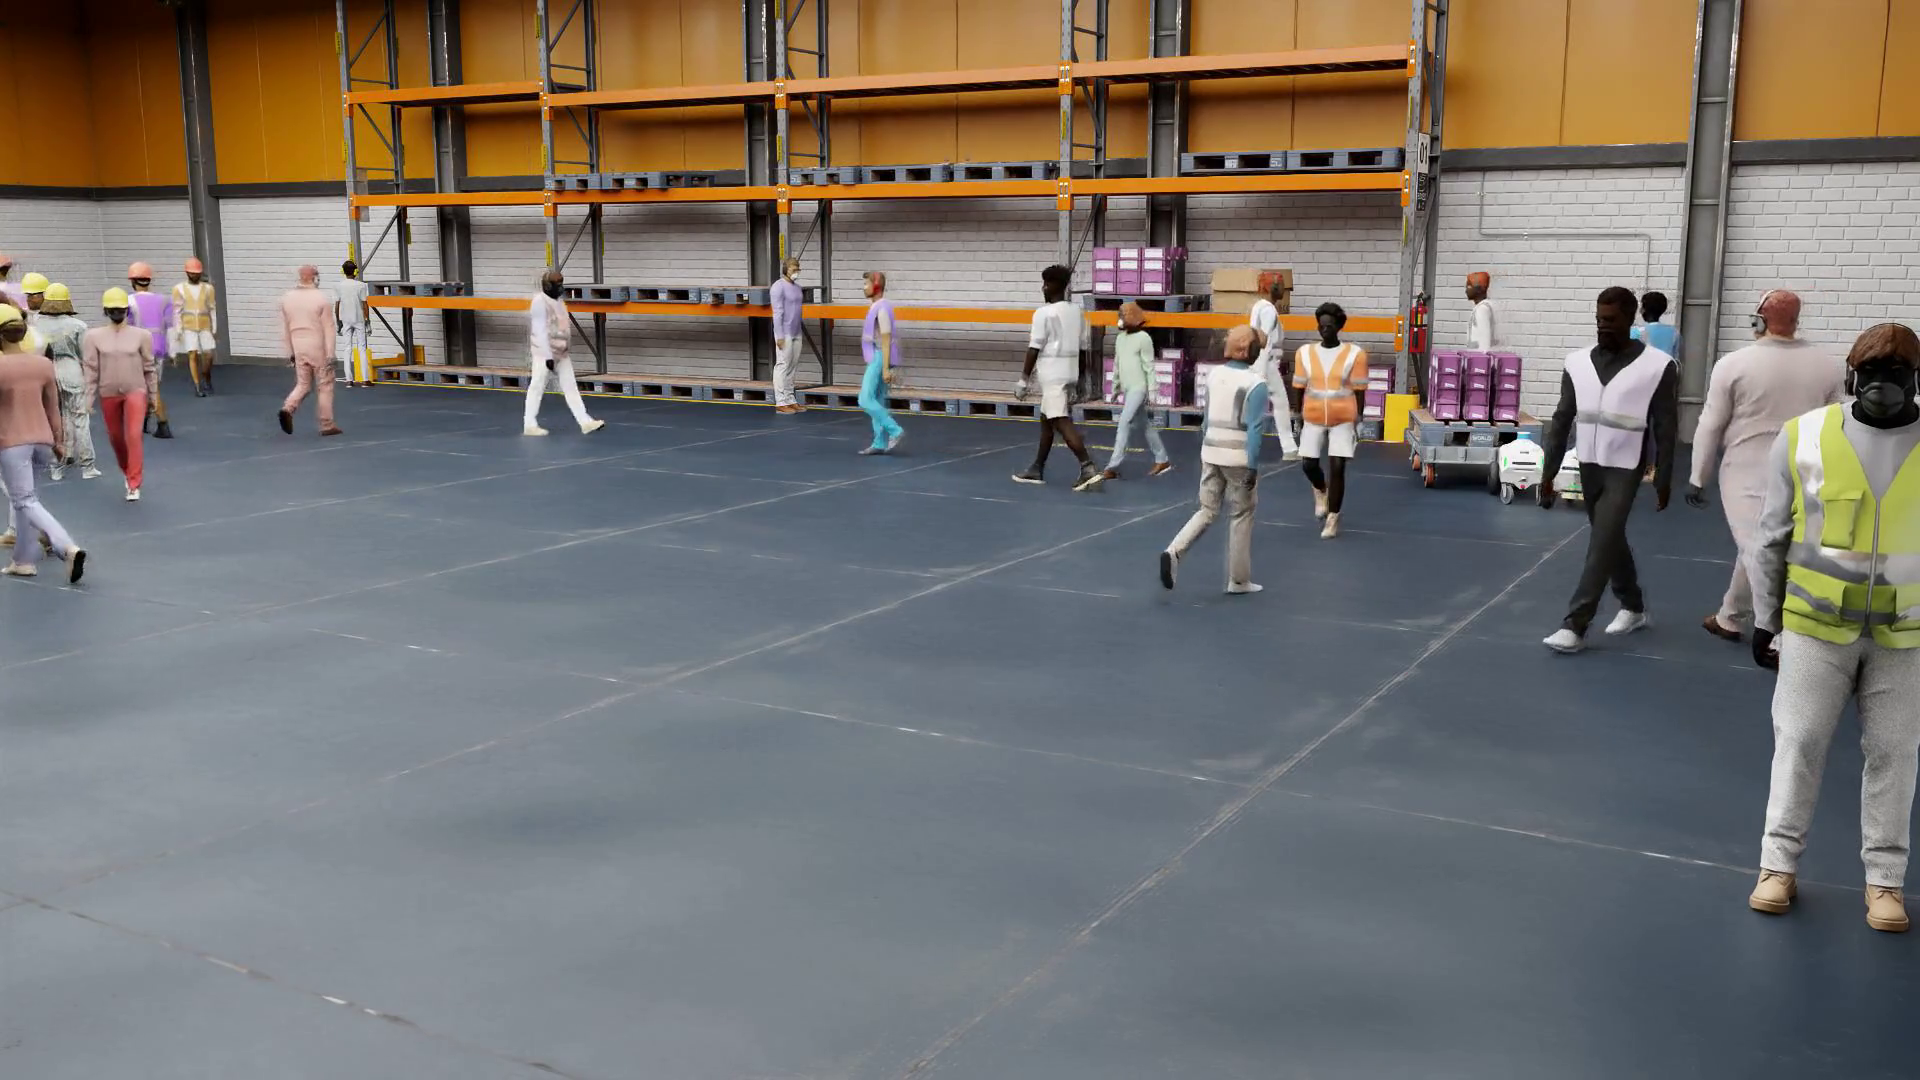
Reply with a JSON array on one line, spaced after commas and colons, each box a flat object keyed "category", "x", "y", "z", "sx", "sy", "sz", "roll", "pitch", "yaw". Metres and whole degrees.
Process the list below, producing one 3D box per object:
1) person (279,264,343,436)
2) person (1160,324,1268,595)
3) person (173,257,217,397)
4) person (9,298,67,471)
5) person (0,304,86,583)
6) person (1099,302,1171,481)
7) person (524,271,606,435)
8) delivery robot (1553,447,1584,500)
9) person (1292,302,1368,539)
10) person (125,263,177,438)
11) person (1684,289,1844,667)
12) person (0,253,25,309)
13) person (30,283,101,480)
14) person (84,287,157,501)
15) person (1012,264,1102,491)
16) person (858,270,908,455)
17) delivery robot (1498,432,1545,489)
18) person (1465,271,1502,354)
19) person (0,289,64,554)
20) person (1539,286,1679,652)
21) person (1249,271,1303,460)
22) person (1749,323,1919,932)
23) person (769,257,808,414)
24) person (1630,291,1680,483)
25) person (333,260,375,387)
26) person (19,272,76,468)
[{"category": "person", "x": -7.062, "y": -2.045, "z": 18.025, "sx": 0.650, "sy": 1.885, "sz": 0.680, "roll": 3, "pitch": 11, "yaw": 18}, {"category": "person", "x": 1.516, "y": -0.451, "z": 9.730, "sx": 0.646, "sy": 1.617, "sz": 0.545, "roll": -7, "pitch": 12, "yaw": -35}, {"category": "person", "x": -10.507, "y": -2.922, "z": 22.890, "sx": 0.543, "sy": 1.915, "sz": 0.457, "roll": -6, "pitch": 12, "yaw": -30}, {"category": "person", "x": -8.627, "y": -1.428, "z": 15.317, "sx": 0.600, "sy": 1.610, "sz": 0.304, "roll": 1, "pitch": 10, "yaw": 7}, {"category": "person", "x": -5.713, "y": -0.585, "z": 10.220, "sx": 0.823, "sy": 1.726, "sz": 0.527, "roll": 4, "pitch": 11, "yaw": 22}, {"category": "person", "x": 1.565, "y": -1.331, "z": 14.837, "sx": 0.882, "sy": 1.584, "sz": 0.500, "roll": -5, "pitch": 11, "yaw": -25}, {"category": "person", "x": -4.381, "y": -2.021, "z": 18.132, "sx": 0.939, "sy": 1.793, "sz": 0.658, "roll": 3, "pitch": 10, "yaw": 14}, {"category": "delivery robot", "x": 4.951, "y": -0.573, "z": 13.177, "sx": 0.477, "sy": 0.478, "sz": 0.707, "roll": 7, "pitch": 12, "yaw": 33}, {"category": "person", "x": 2.664, "y": -0.860, "z": 11.944, "sx": 0.542, "sy": 1.665, "sz": 0.566, "roll": 5, "pitch": 11, "yaw": 25}, {"category": "person", "x": -8.887, "y": -2.059, "z": 18.091, "sx": 0.975, "sy": 1.879, "sz": 0.565, "roll": 8, "pitch": 13, "yaw": 37}, {"category": "person", "x": 4.027, "y": -0.322, "z": 8.353, "sx": 0.653, "sy": 1.860, "sz": 1.009, "roll": -1, "pitch": 10, "yaw": -6}, {"category": "person", "x": -10.549, "y": -2.150, "z": 18.261, "sx": 0.866, "sy": 2.010, "sz": 0.618, "roll": 0, "pitch": 10, "yaw": 2}, {"category": "person", "x": -7.971, "y": -1.407, "z": 14.807, "sx": 0.491, "sy": 1.744, "sz": 0.295, "roll": -3, "pitch": 11, "yaw": -18}, {"category": "person", "x": -6.932, "y": -1.228, "z": 13.789, "sx": 0.527, "sy": 1.736, "sz": 0.837, "roll": -3, "pitch": 10, "yaw": -17}, {"category": "person", "x": 0.866, "y": -1.387, "z": 14.217, "sx": 1.004, "sy": 1.927, "sz": 0.626, "roll": 8, "pitch": 13, "yaw": 38}, {"category": "person", "x": -0.820, "y": -1.731, "z": 16.383, "sx": 0.437, "sy": 1.829, "sz": 0.569, "roll": -1, "pitch": 10, "yaw": -5}, {"category": "delivery robot", "x": 4.580, "y": -0.638, "z": 13.546, "sx": 0.477, "sy": 0.478, "sz": 0.707, "roll": 3, "pitch": 10, "yaw": 16}, {"category": "person", "x": 5.044, "y": -1.676, "z": 16.144, "sx": 1.028, "sy": 1.817, "sz": 0.632, "roll": 6, "pitch": 12, "yaw": 30}, {"category": "person", "x": -6.321, "y": -0.793, "z": 11.166, "sx": 0.830, "sy": 1.811, "sz": 0.628, "roll": 5, "pitch": 11, "yaw": 27}, {"category": "person", "x": 3.351, "y": -0.375, "z": 8.633, "sx": 1.025, "sy": 1.864, "sz": 0.612, "roll": -8, "pitch": 13, "yaw": -37}, {"category": "person", "x": 2.895, "y": -1.670, "z": 16.050, "sx": 0.985, "sy": 1.845, "sz": 0.594, "roll": -1, "pitch": 10, "yaw": -4}, {"category": "person", "x": 2.742, "y": 0.266, "z": 5.052, "sx": 0.634, "sy": 1.841, "sz": 0.429, "roll": 5, "pitch": 11, "yaw": 26}, {"category": "person", "x": -2.119, "y": -2.530, "z": 20.630, "sx": 0.370, "sy": 1.934, "sz": 0.627, "roll": 4, "pitch": 11, "yaw": 21}, {"category": "person", "x": 5.968, "y": -1.330, "z": 14.553, "sx": 0.547, "sy": 1.673, "sz": 0.633, "roll": -4, "pitch": 11, "yaw": -20}, {"category": "person", "x": -8.926, "y": -3.180, "z": 24.484, "sx": 0.514, "sy": 1.873, "sz": 0.329, "roll": -1, "pitch": 10, "yaw": -4}, {"category": "person", "x": -8.533, "y": -1.570, "z": 15.493, "sx": 0.586, "sy": 1.826, "sz": 0.403, "roll": 3, "pitch": 10, "yaw": 16}]
